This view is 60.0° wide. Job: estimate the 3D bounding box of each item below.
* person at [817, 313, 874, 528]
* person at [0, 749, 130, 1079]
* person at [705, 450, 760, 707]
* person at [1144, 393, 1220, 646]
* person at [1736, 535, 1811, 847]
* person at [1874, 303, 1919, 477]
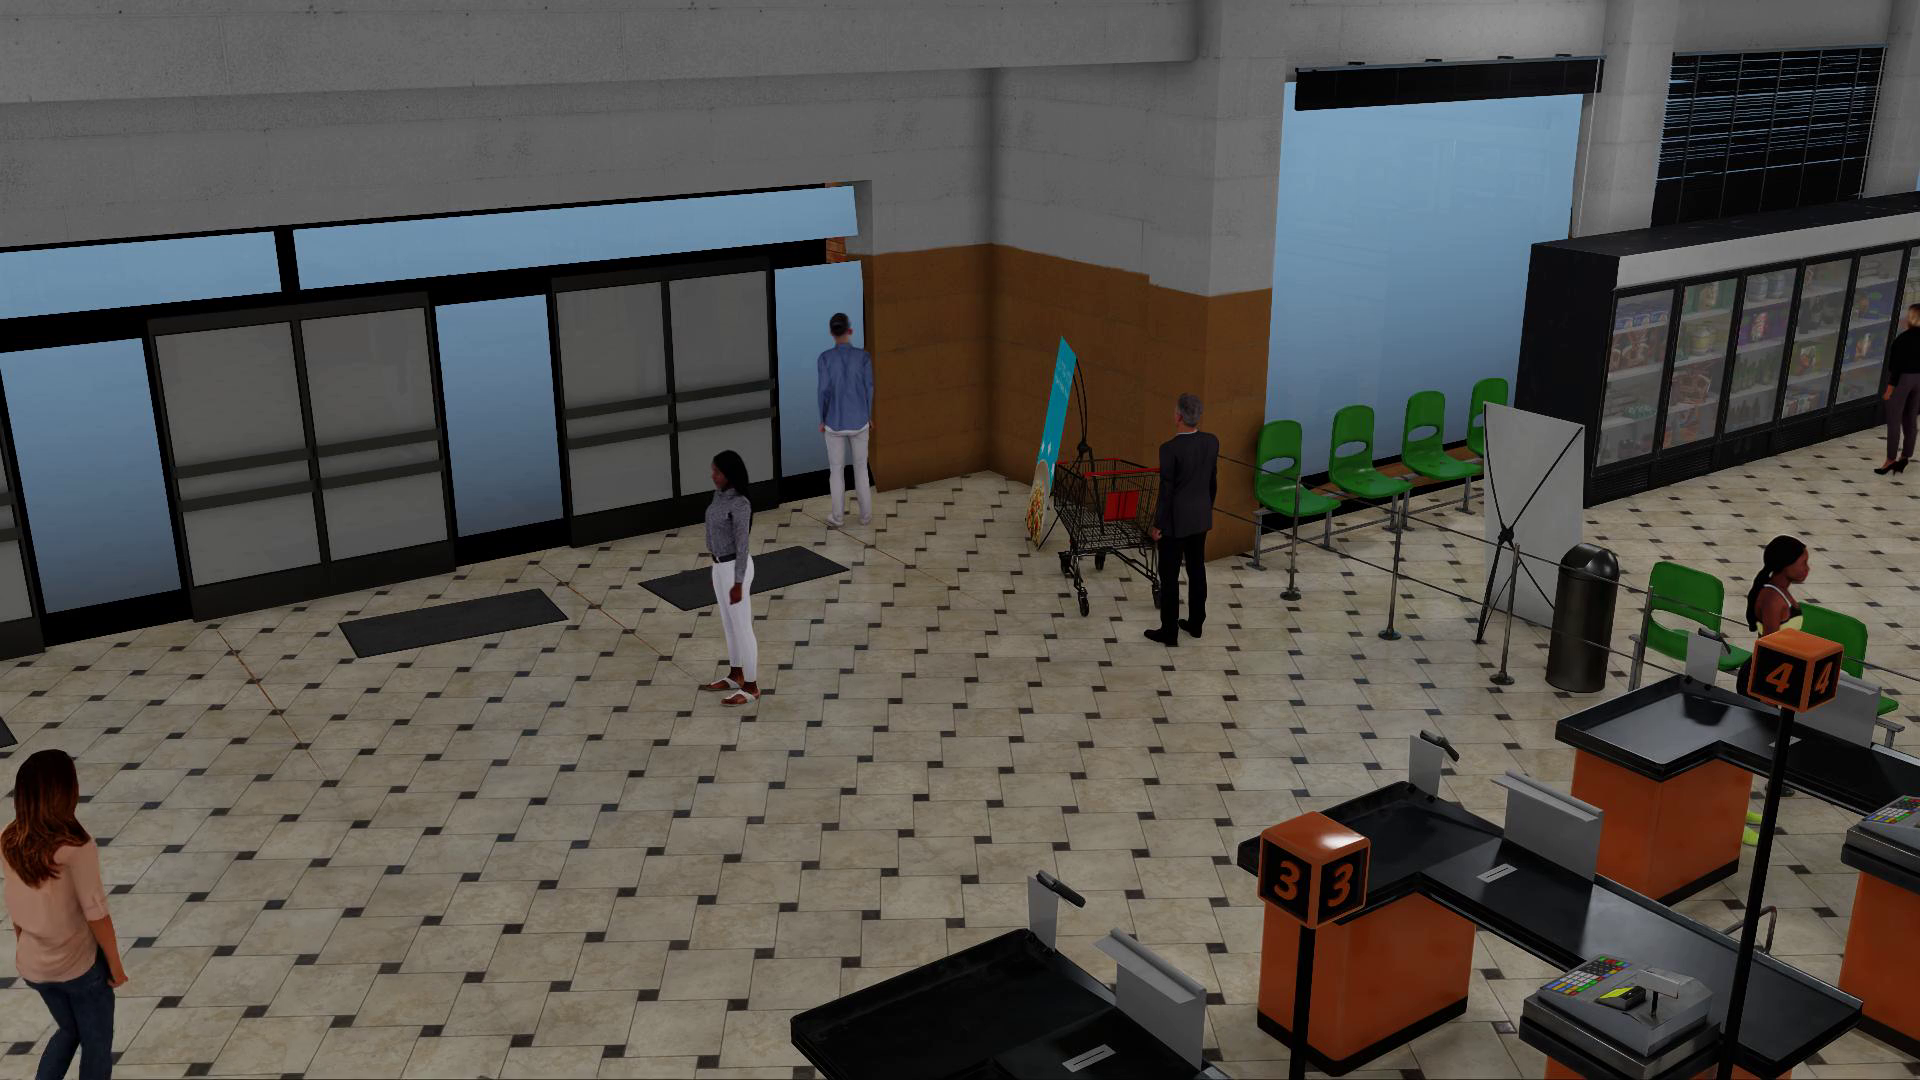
[{"bbox_3d":[-0.990,-1.043,14.483,0.728,1.886,0.703,-4,19,-12],"label":"person"},{"bbox_3d":[-3.577,1.701,6.517,0.850,1.777,0.901,5,19,14],"label":"person"},{"bbox_3d":[-1.497,0.232,10.955,0.679,1.724,0.499,-9,21,-25],"label":"person"},{"bbox_3d":[1.599,-0.160,11.935,0.709,1.841,0.565,-13,22,-33],"label":"person"},{"bbox_3d":[4.418,0.809,9.196,0.653,1.755,0.639,9,21,25],"label":"person"},{"bbox_3d":[9.109,-1.448,16.021,0.643,1.671,0.611,-7,20,-21],"label":"person"}]
